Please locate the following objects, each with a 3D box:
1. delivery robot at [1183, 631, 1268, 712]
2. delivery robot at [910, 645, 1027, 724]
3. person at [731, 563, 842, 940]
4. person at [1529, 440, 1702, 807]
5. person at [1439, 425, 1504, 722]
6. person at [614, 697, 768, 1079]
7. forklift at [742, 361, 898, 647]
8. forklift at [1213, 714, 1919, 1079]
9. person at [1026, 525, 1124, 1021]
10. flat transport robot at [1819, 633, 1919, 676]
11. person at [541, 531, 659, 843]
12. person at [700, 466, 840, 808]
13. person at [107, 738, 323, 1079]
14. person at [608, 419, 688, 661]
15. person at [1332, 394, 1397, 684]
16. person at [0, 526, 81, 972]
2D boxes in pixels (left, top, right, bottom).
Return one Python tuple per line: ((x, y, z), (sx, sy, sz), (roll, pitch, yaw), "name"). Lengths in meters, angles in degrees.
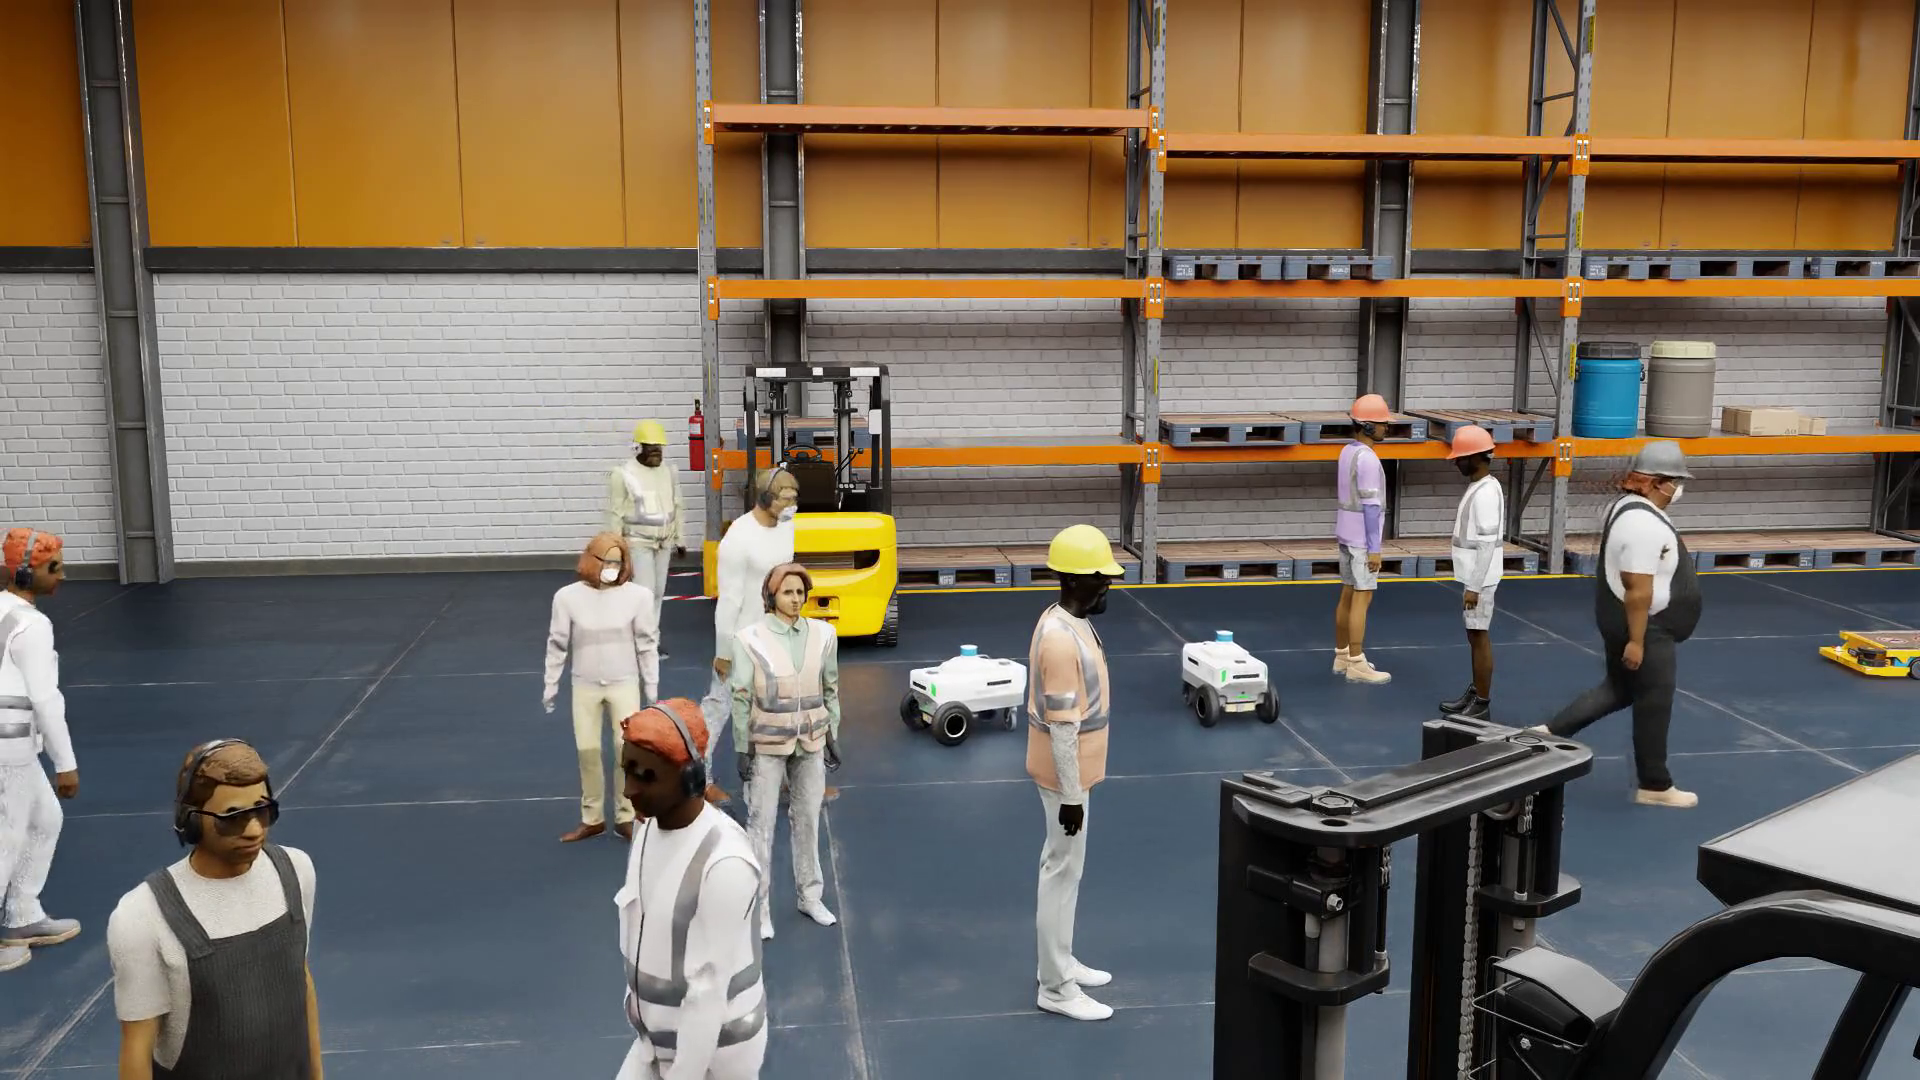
((1.720, 0.836, 10.832), (0.477, 0.478, 0.707), (-2, 9, -14), "delivery robot")
((0.059, 0.902, 10.422), (0.707, 0.478, 0.477), (-5, 10, -28), "delivery robot")
((-0.759, 0.908, 7.293), (0.514, 1.644, 0.307), (-5, 11, -31), "person")
((3.605, 0.422, 9.085), (0.818, 2.000, 0.695), (2, 9, 13), "person")
((3.274, 0.230, 10.641), (0.376, 1.928, 0.542), (2, 9, 15), "person")
((-0.733, 1.302, 4.149), (0.625, 1.859, 0.573), (-7, 12, -38), "person")
((-1.154, -0.340, 13.365), (1.214, 2.155, 2.313), (-1, 9, -7), "forklift")
((1.441, 1.425, 2.350), (1.214, 2.155, 2.313), (-7, 12, -39), "forklift")
((0.446, 0.892, 6.510), (0.367, 1.927, 0.590), (1, 9, 5), "person")
((7.141, 0.819, 12.113), (1.431, 0.197, 0.652), (0, 9, 0), "flat transport robot")
((-1.798, 0.754, 8.346), (0.563, 1.621, 0.355), (-1, 9, -5), "person")
((-1.051, 0.537, 8.939), (0.986, 1.861, 0.640), (5, 10, 27), "person")
((-1.688, 1.354, 3.883), (0.328, 1.842, 0.516), (5, 11, 31), "person")
((-2.308, 0.009, 12.363), (0.426, 1.813, 0.587), (8, 12, 40), "person")
((2.863, -0.009, 11.773), (0.374, 2.043, 0.613), (-1, 9, -5), "person")
((-3.916, 0.870, 6.862), (0.645, 1.850, 0.594), (-9, 13, -43), "person")
